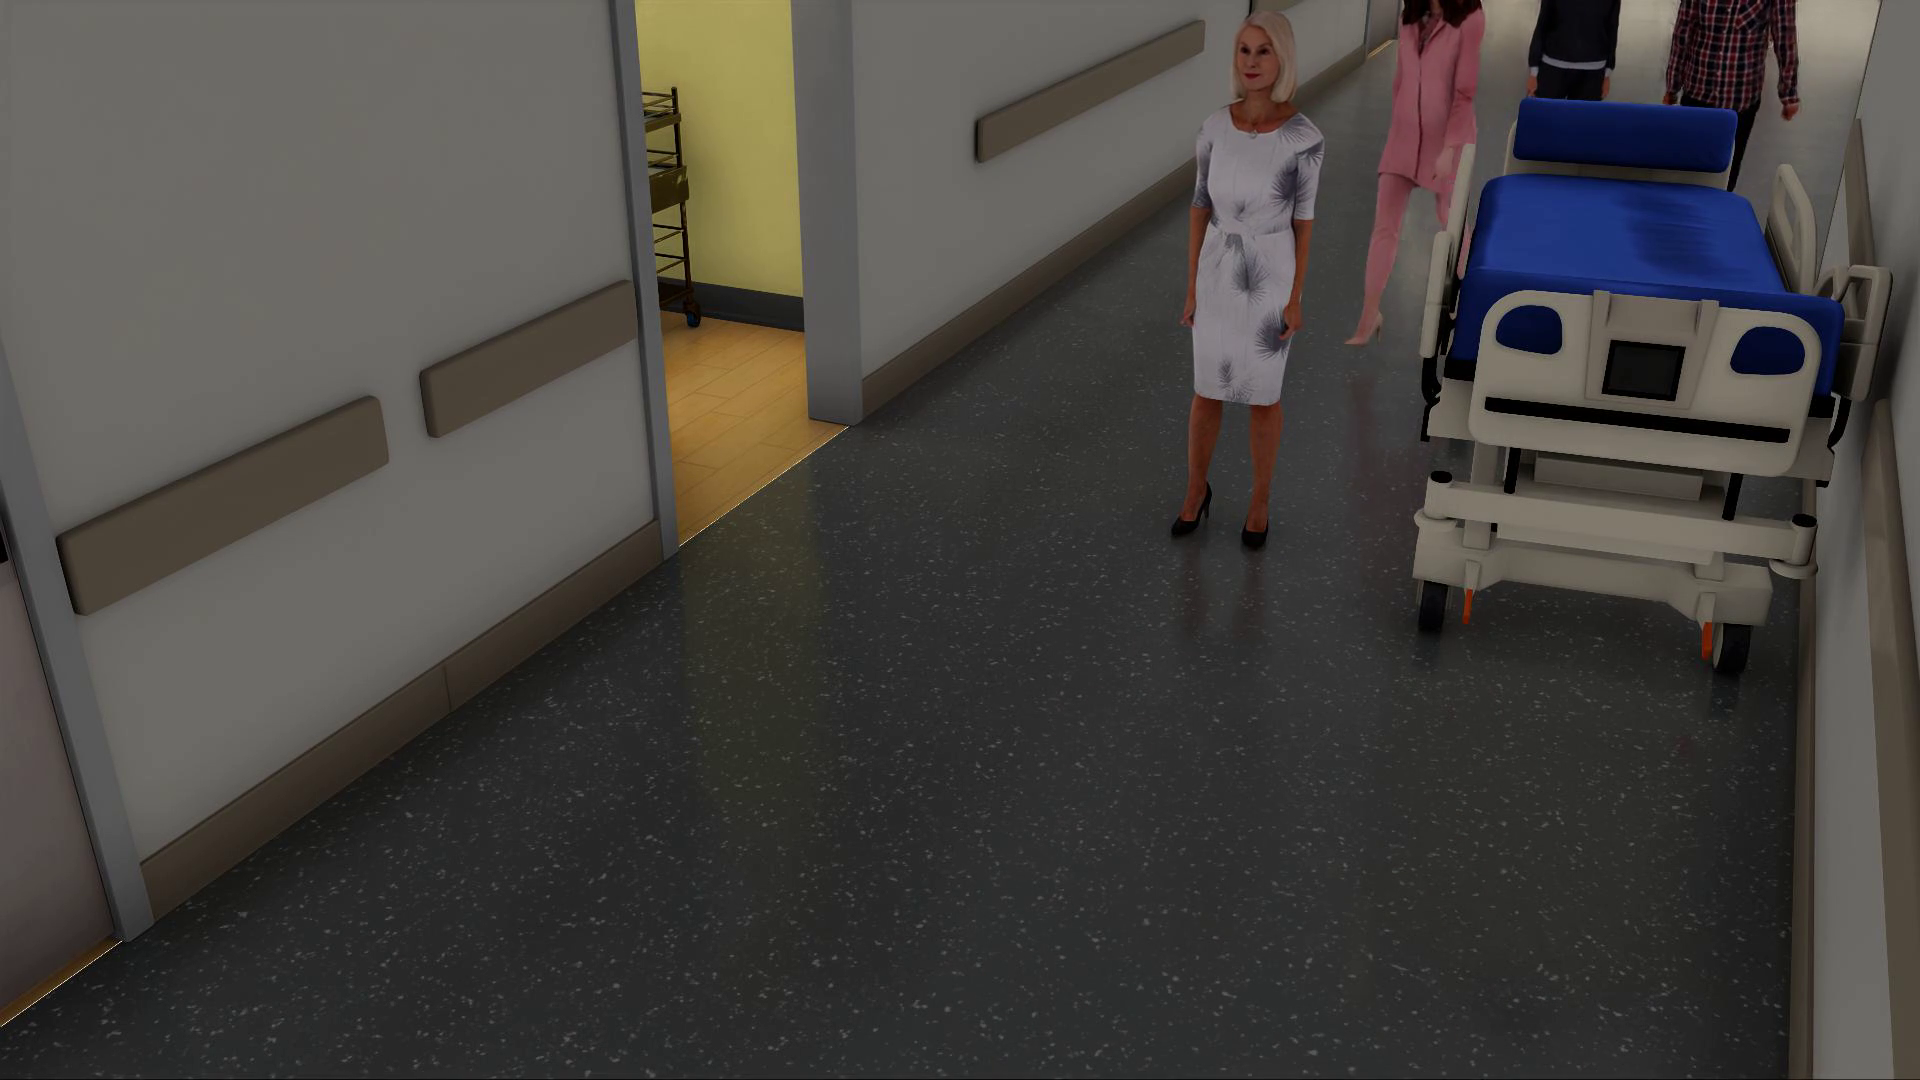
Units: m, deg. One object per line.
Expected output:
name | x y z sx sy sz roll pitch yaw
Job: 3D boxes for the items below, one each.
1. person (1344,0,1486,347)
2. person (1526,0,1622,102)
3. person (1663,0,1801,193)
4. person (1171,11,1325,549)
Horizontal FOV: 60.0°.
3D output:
person | 2.123 -1.719 7.291 1.160 1.745 0.907 22 34 38
person | 3.369 -2.614 9.168 0.553 1.726 0.728 4 26 8
person | 3.930 -2.305 8.548 1.065 1.708 0.946 13 29 25
person | 0.929 -0.824 5.426 0.449 1.752 0.624 10 27 20
